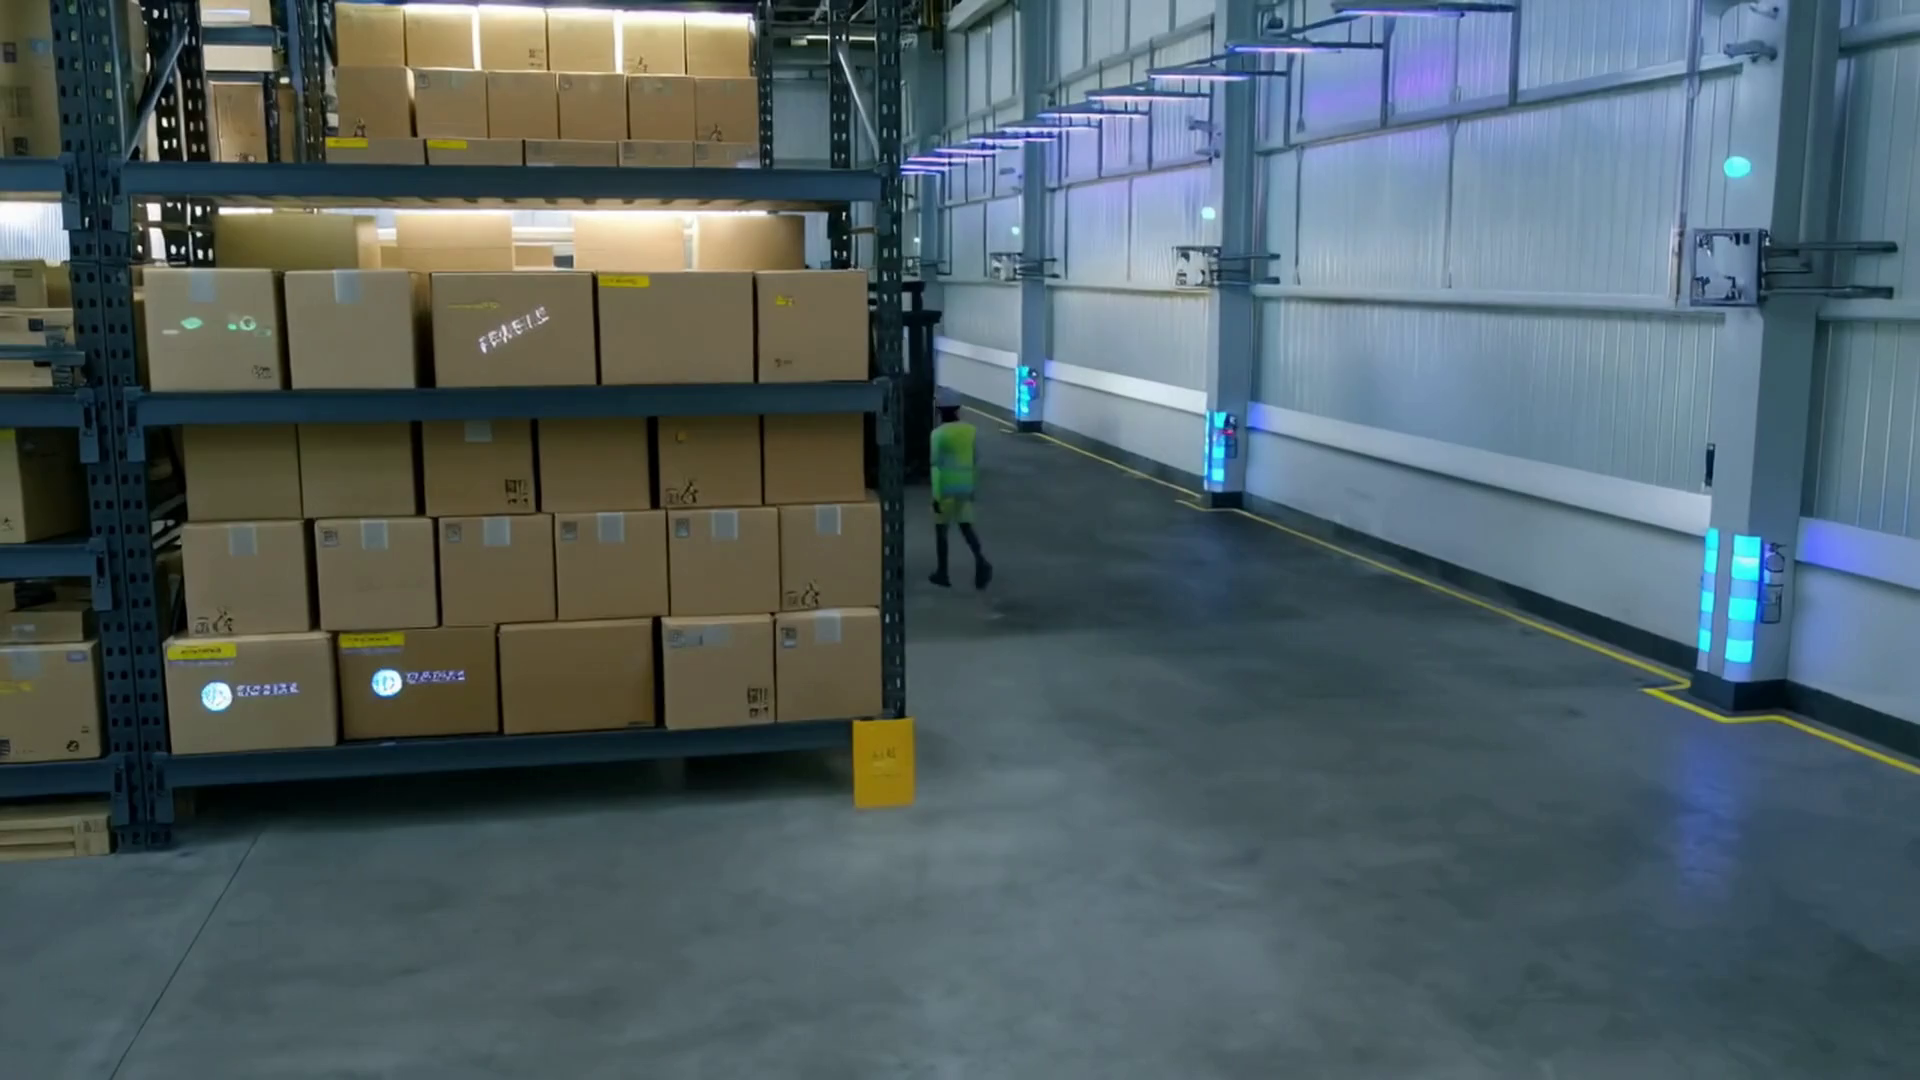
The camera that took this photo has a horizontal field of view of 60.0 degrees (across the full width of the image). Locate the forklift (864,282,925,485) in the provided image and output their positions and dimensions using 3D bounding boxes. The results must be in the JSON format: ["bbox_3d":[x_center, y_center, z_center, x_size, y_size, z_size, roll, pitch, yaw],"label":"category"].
[{"bbox_3d":[-0.987,-2.289,23.750,1.129,2.768,1.873,-2,10,-12],"label":"forklift"}]

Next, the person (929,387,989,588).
[{"bbox_3d":[-0.032,-0.478,15.635,0.556,1.919,0.767,-5,11,-29],"label":"person"}]
